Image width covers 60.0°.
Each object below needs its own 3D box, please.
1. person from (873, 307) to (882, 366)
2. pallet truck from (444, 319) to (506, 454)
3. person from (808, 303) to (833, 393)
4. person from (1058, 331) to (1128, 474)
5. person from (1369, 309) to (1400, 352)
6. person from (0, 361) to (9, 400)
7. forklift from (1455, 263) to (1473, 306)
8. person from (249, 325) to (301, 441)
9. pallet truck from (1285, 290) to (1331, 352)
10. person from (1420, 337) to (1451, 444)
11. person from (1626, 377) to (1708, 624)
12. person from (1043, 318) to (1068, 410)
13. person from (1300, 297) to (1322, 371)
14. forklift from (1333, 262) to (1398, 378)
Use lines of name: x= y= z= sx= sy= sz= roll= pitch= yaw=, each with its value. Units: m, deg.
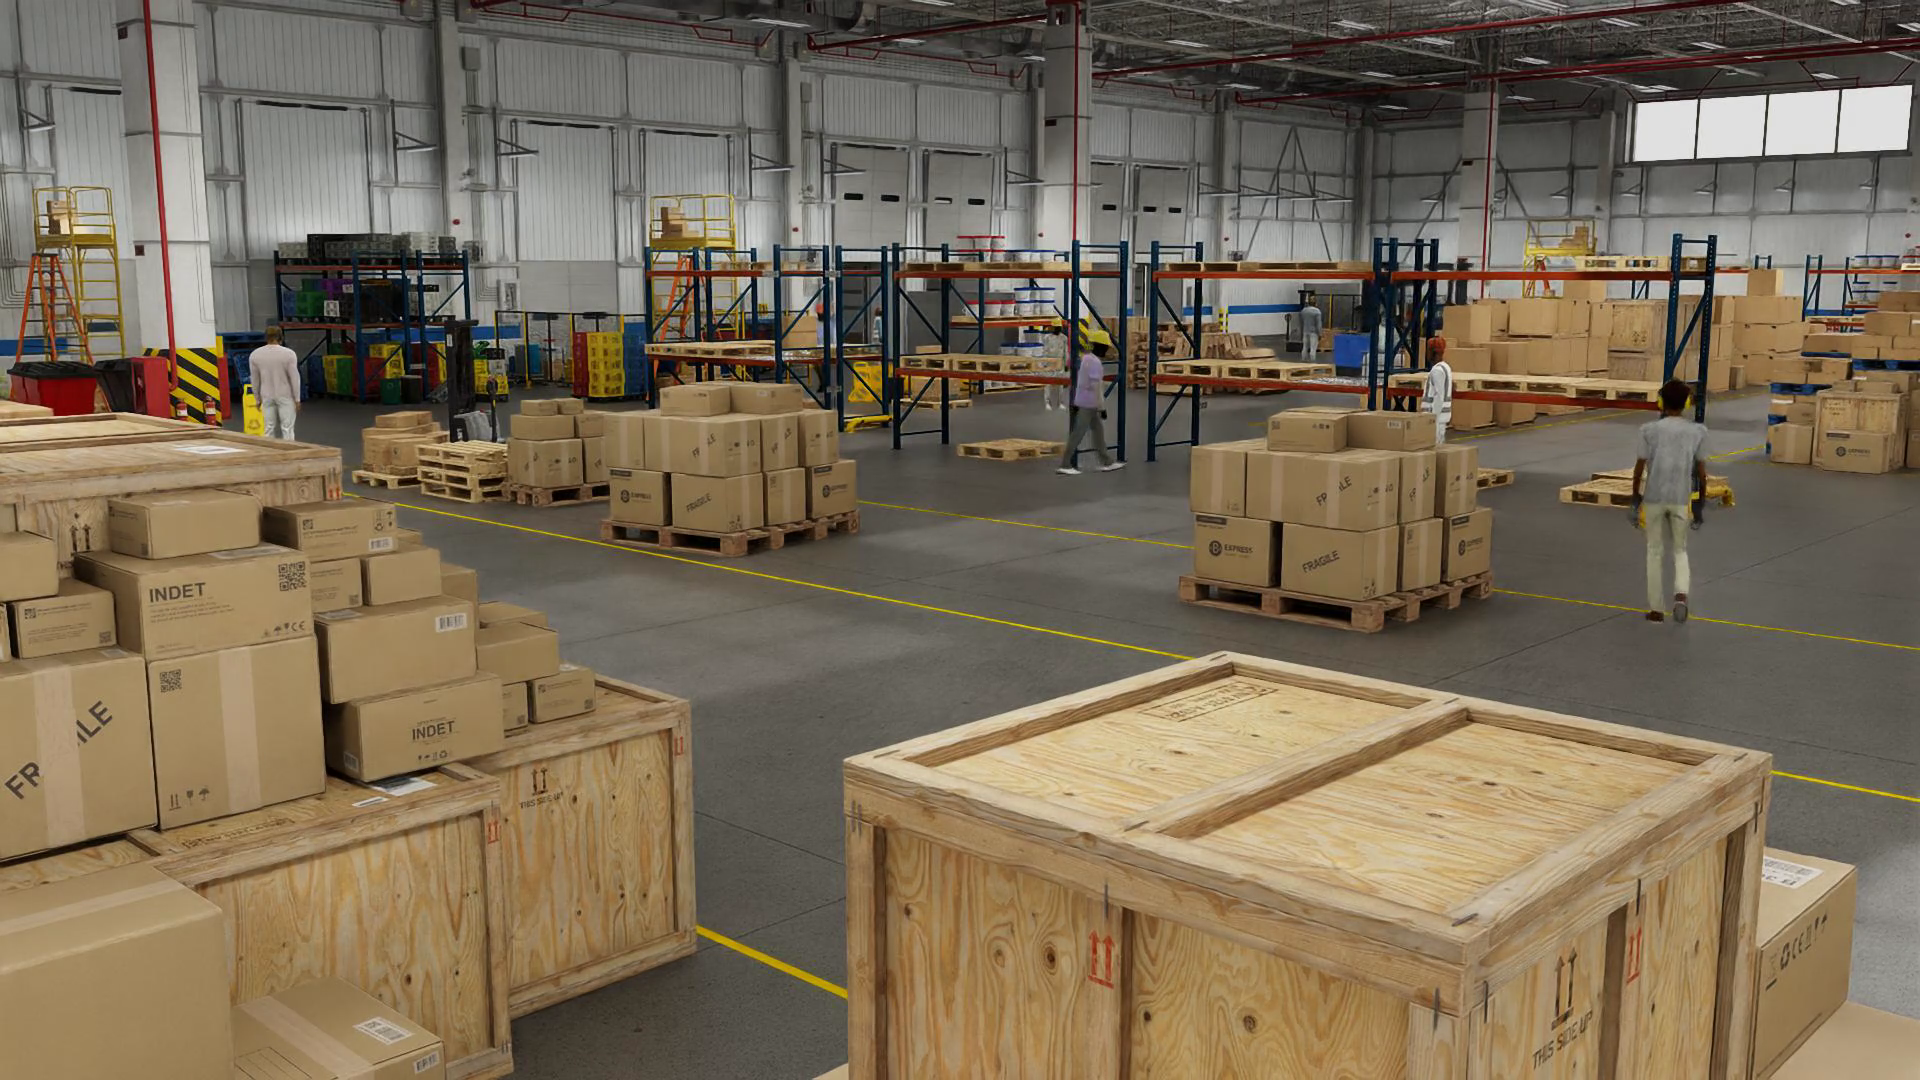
person: x=-2.177 y=-5.391 z=44.430 sx=0.312 sy=1.633 sz=0.519 roll=-2 pitch=9 yaw=-10
pallet truck: x=-6.981 y=-1.942 z=22.150 sx=1.885 sy=1.965 sz=0.823 roll=1 pitch=9 yaw=9
person: x=-2.990 y=-4.132 z=35.805 sx=0.572 sy=1.921 sz=0.574 roll=2 pitch=9 yaw=12
person: x=1.729 y=-1.772 z=21.549 sx=0.994 sy=1.855 sz=0.634 roll=-1 pitch=9 yaw=-6
person: x=8.161 y=-3.485 z=31.982 sx=0.623 sy=1.899 sz=1.004 roll=4 pitch=10 yaw=25
person: x=-12.917 y=-1.838 z=22.068 sx=0.730 sy=1.819 sz=0.638 roll=-2 pitch=9 yaw=-11
forklift: x=14.052 y=-6.377 z=46.644 sx=1.873 sy=2.768 sz=1.129 roll=3 pitch=10 yaw=17
person: x=-8.880 y=-1.826 z=21.638 sx=0.628 sy=1.935 sz=0.373 roll=0 pitch=9 yaw=0
pallet truck: x=11.297 y=-6.951 z=52.861 sx=1.885 sy=1.965 sz=0.823 roll=-5 pitch=11 yaw=-29
person: x=5.433 y=-1.372 z=19.006 sx=0.340 sy=1.881 sz=0.585 roll=4 pitch=10 yaw=21
person: x=5.259 y=-0.276 z=12.379 sx=0.529 sy=1.856 sz=0.424 roll=2 pitch=10 yaw=13
person: x=1.806 y=-3.322 z=31.419 sx=0.487 sy=1.737 sz=0.322 roll=-2 pitch=9 yaw=-11
person: x=9.142 y=-5.370 z=43.357 sx=0.366 sy=1.936 sz=0.630 roll=-9 pitch=13 yaw=-42
forklift: x=10.062 y=-5.323 z=40.178 sx=1.873 sy=2.768 sz=1.129 roll=-5 pitch=11 yaw=-29
